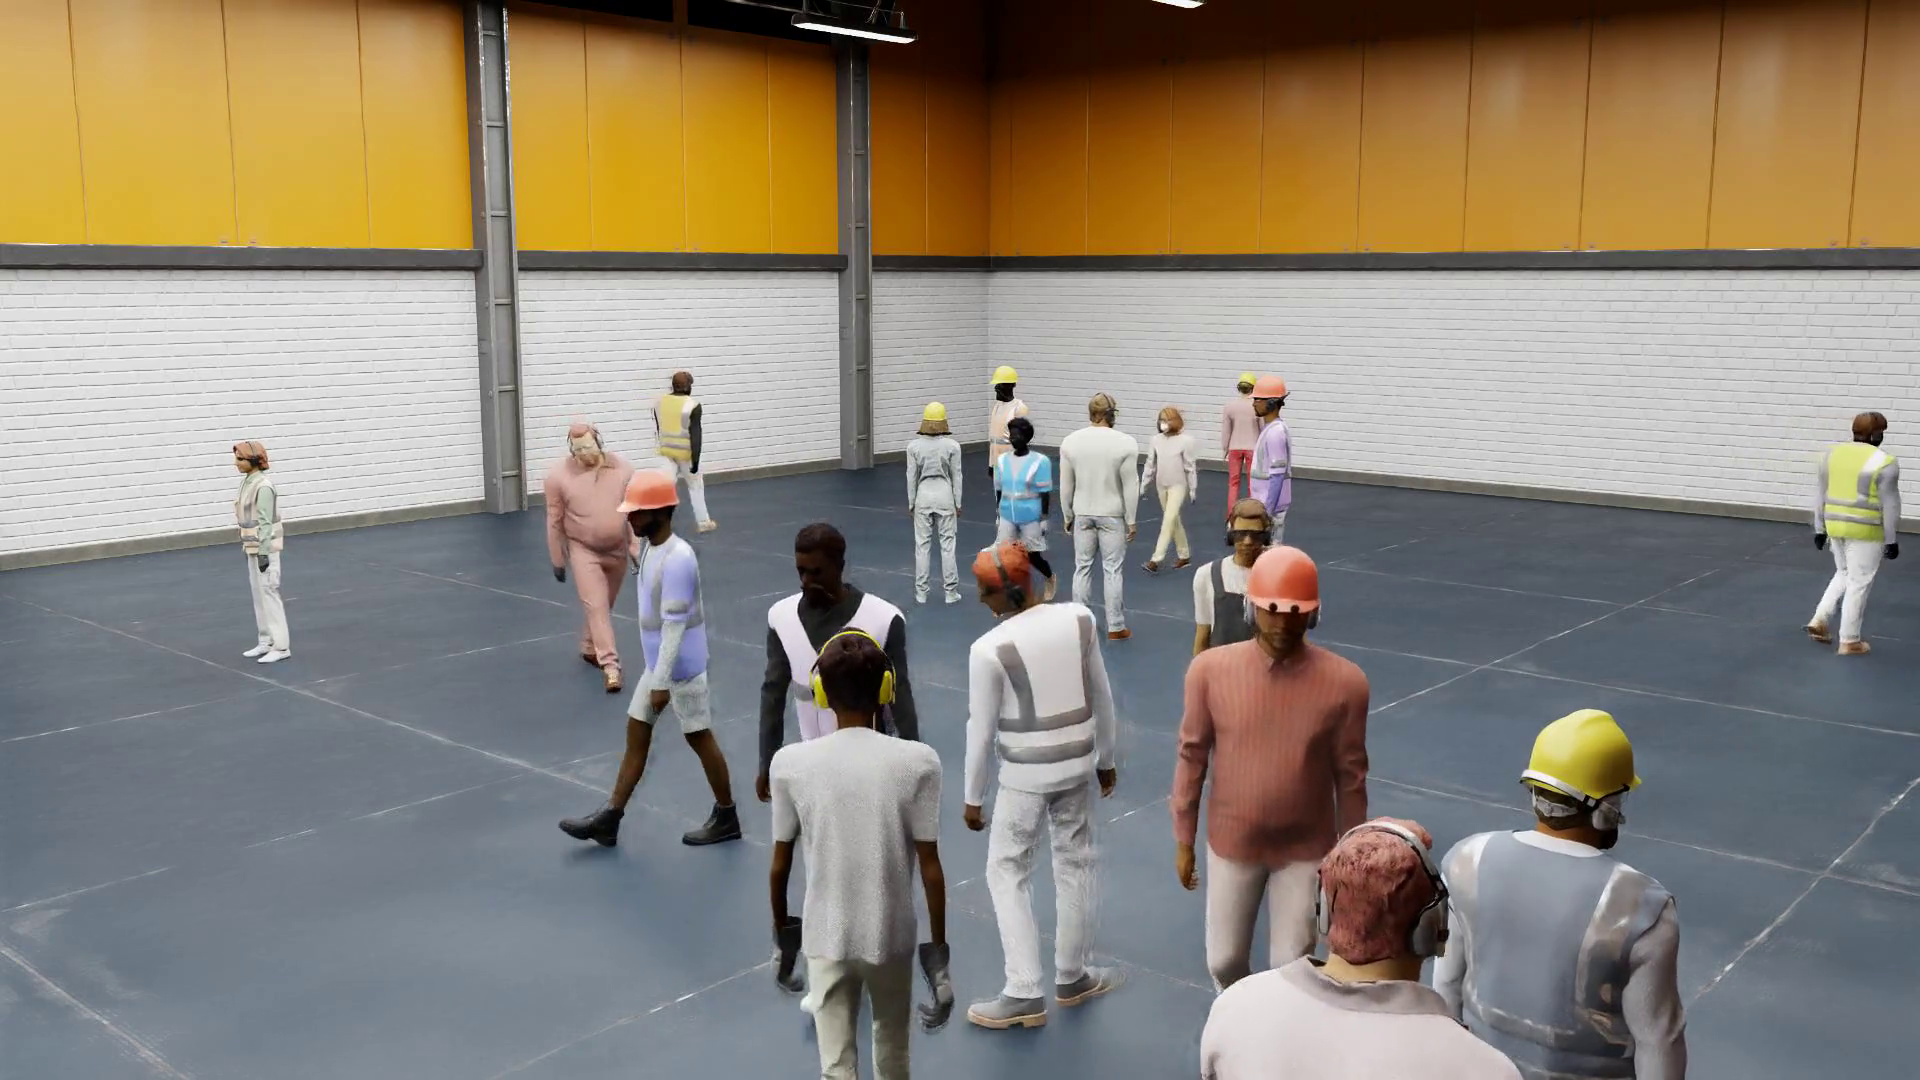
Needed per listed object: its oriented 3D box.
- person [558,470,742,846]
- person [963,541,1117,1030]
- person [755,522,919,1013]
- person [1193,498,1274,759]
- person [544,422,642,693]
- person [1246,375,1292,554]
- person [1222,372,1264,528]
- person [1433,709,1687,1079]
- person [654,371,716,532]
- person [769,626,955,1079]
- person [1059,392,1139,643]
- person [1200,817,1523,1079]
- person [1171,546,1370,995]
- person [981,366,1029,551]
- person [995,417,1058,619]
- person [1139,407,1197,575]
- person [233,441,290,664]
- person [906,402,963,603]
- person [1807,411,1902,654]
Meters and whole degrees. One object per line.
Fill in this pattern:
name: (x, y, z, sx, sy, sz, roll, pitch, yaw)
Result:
person: (-1.514, 0.608, 8.129, 0.963, 1.887, 0.551, -4, 10, -26)
person: (0.328, 0.913, 6.350, 0.671, 1.853, 0.346, -5, 10, -29)
person: (-0.521, 0.866, 6.519, 0.605, 1.875, 0.896, 5, 10, 29)
person: (1.350, 0.690, 7.822, 0.513, 1.827, 0.724, 2, 9, 12)
person: (-2.542, 0.091, 11.549, 0.620, 1.838, 0.996, -6, 11, -33)
person: (2.451, -0.293, 13.292, 0.378, 2.044, 0.607, 1, 9, 7)
person: (3.190, -0.993, 18.560, 0.533, 1.765, 0.330, 4, 10, 23)
person: (1.420, 1.299, 3.950, 0.403, 1.830, 0.599, -8, 12, -42)
person: (-3.049, -0.931, 18.086, 0.633, 1.802, 0.956, 4, 10, 24)
person: (-0.281, 1.160, 4.851, 0.532, 1.820, 0.898, 0, 9, -1)
person: (1.073, -0.168, 12.841, 0.629, 1.936, 0.372, 4, 10, 23)
person: (0.793, 1.413, 3.072, 0.676, 1.876, 0.798, 9, 12, 43)
person: (1.030, 0.969, 5.553, 0.642, 1.981, 0.692, 2, 9, 11)
person: (0.467, -0.790, 16.772, 0.367, 1.927, 0.587, -6, 11, -32)
person: (0.557, -0.200, 13.875, 0.538, 1.680, 0.665, 5, 10, 29)
person: (1.961, -0.473, 15.834, 0.865, 1.582, 0.527, -9, 13, -44)
person: (-5.139, 0.083, 12.234, 0.315, 1.631, 0.514, -7, 11, -36)
person: (-0.215, -0.321, 14.406, 0.484, 1.744, 0.296, 1, 9, 6)
person: (6.705, -0.049, 12.416, 0.432, 1.829, 0.639, -3, 10, -19)
